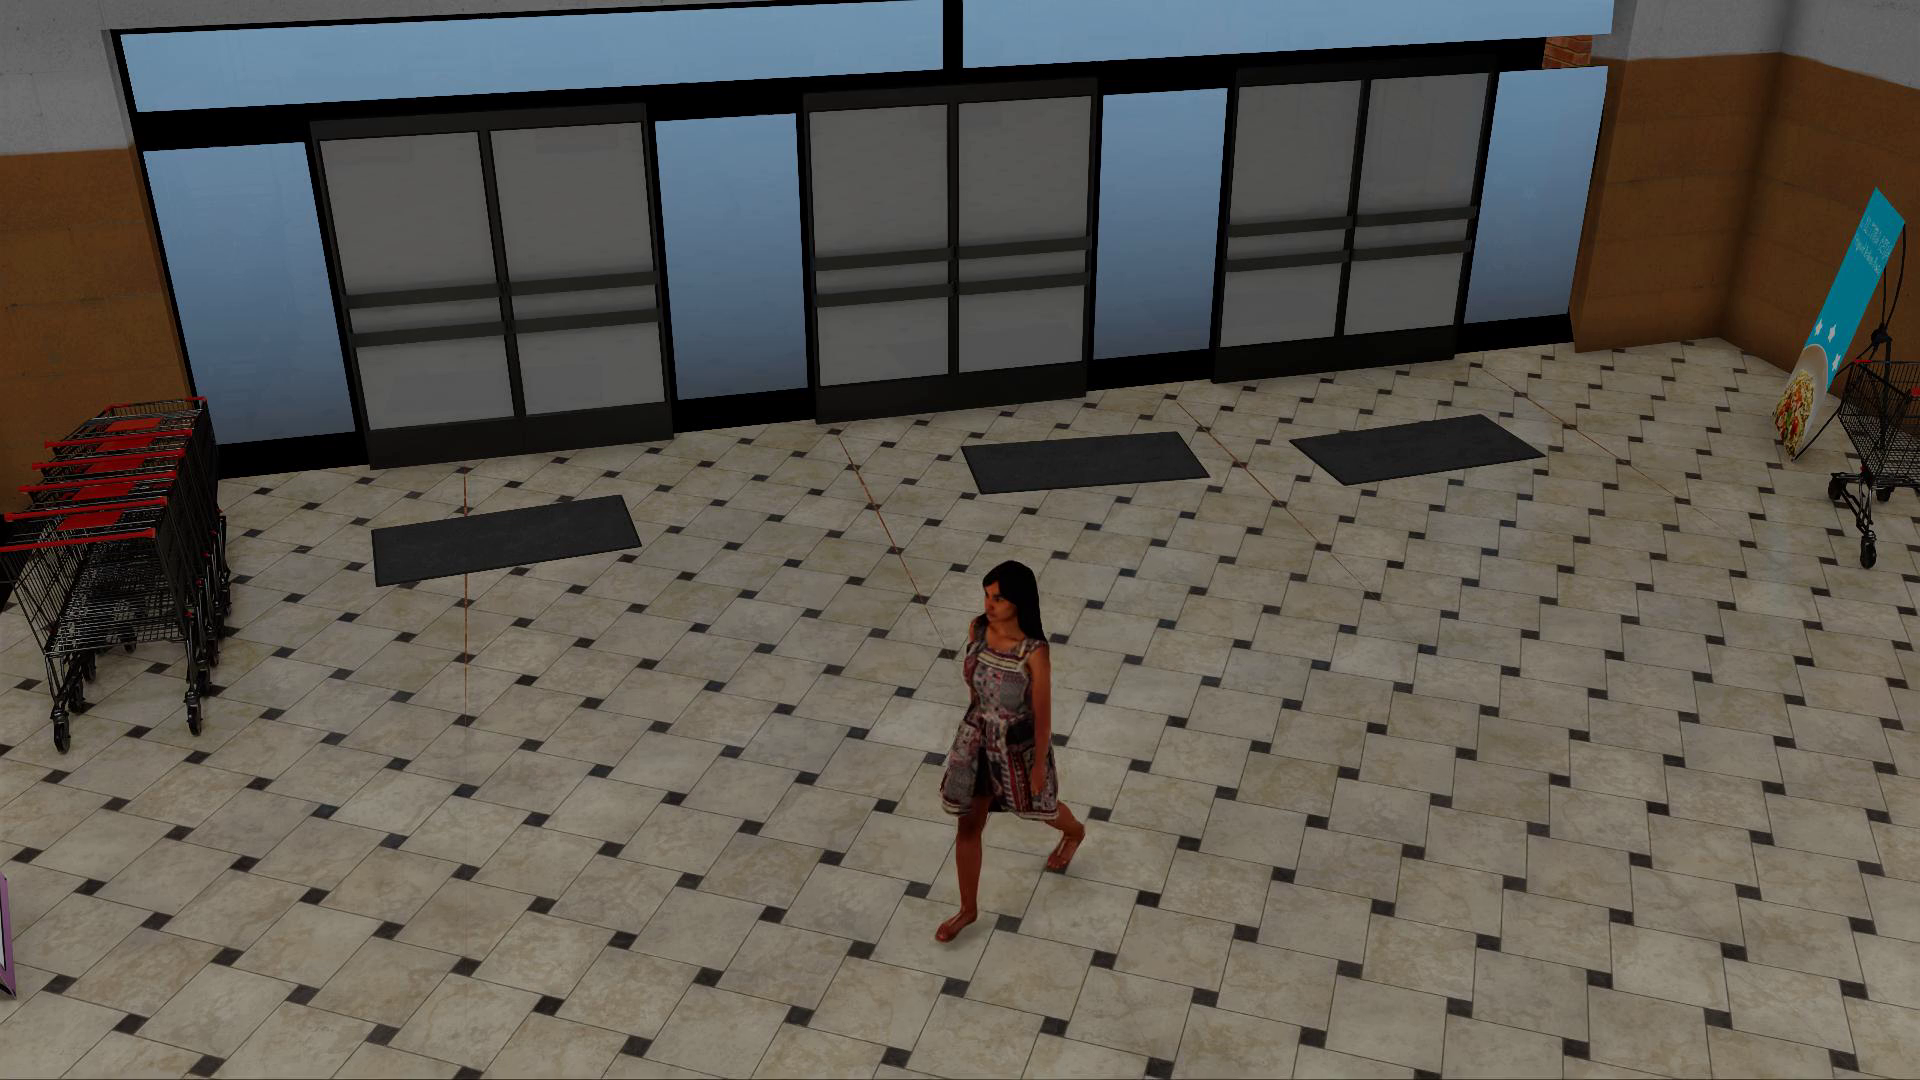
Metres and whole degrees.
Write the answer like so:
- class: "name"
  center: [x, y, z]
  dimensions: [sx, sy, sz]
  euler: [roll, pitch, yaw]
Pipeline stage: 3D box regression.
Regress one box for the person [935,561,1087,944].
- class: "person"
  center: [0.254, 0.808, 6.731]
  dimensions: [1.114, 1.612, 1.048]
  euler: [22, 34, 36]
